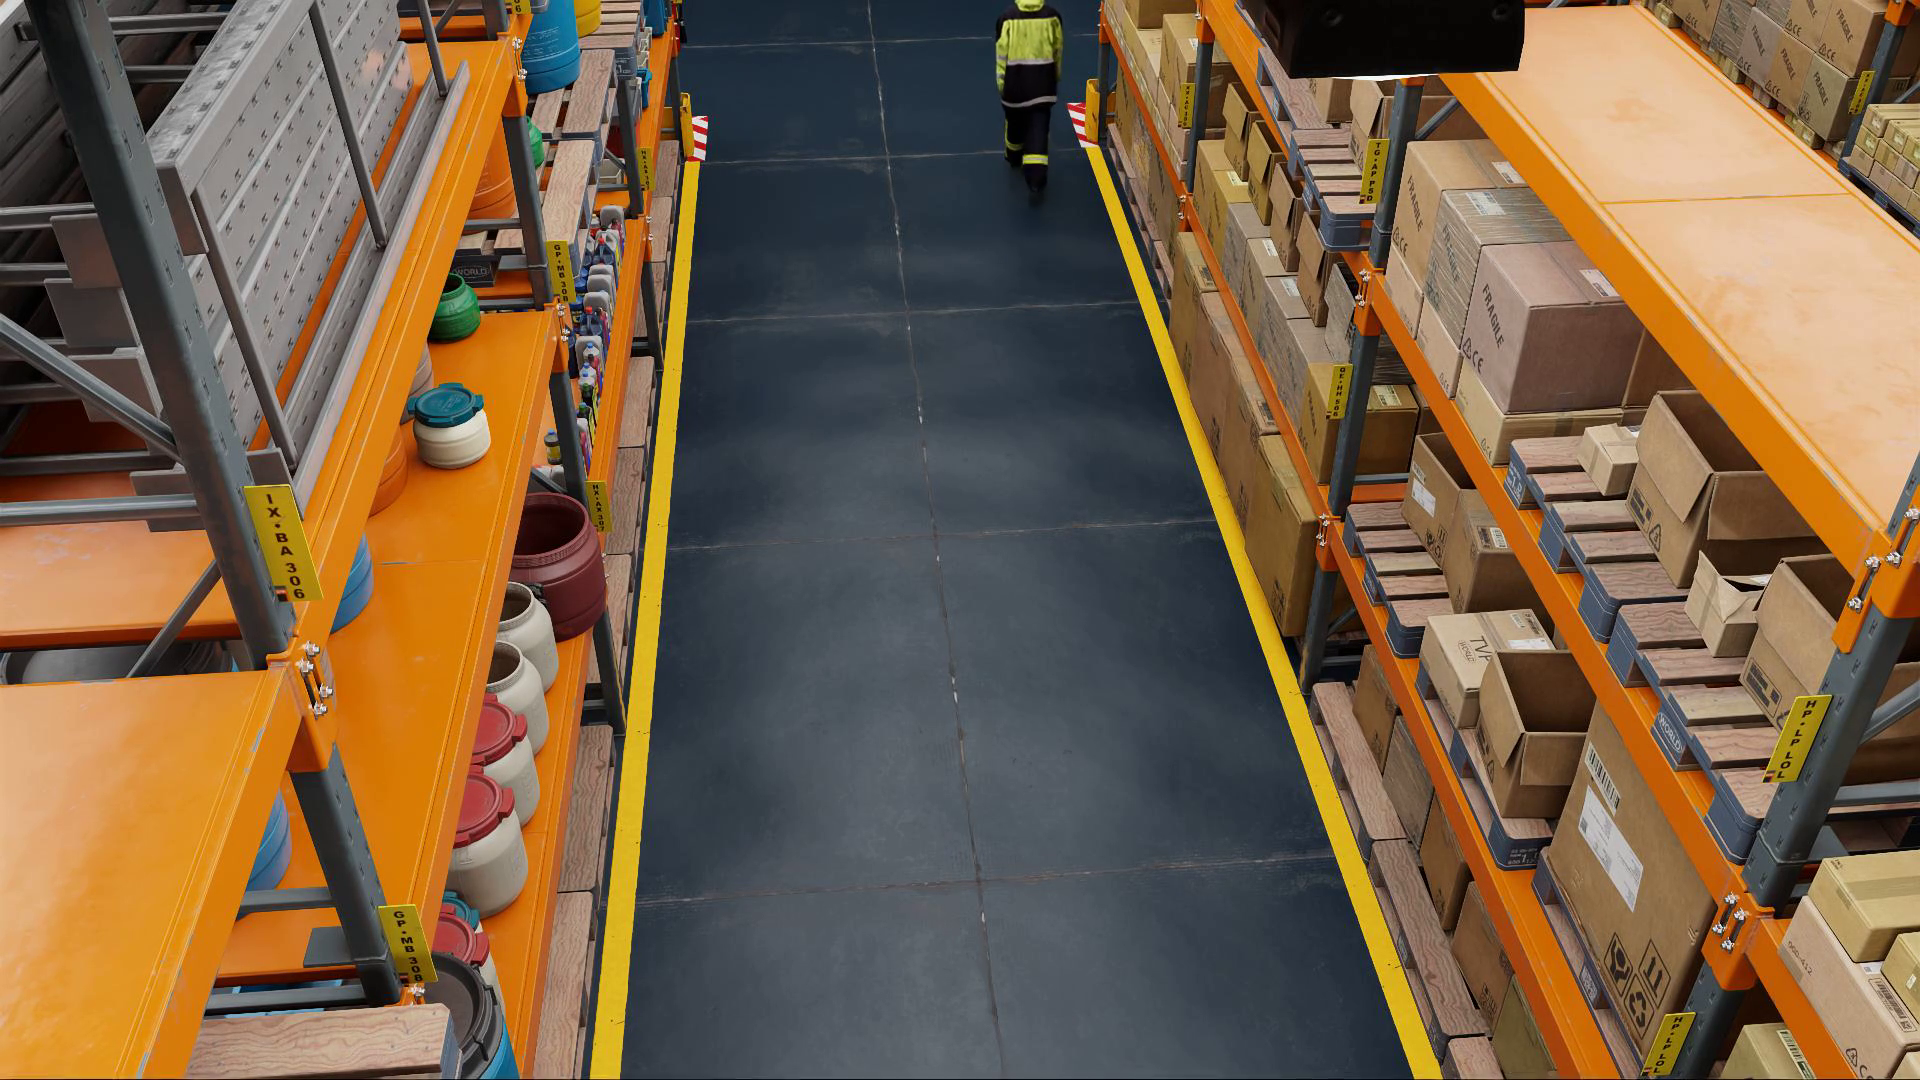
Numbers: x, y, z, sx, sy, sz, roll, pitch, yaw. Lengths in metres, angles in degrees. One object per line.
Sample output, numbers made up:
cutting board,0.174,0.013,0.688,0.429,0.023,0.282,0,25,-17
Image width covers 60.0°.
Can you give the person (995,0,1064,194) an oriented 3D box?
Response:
person,0.624,-4.017,14.704,0.752,1.931,1.222,-4,37,-5
